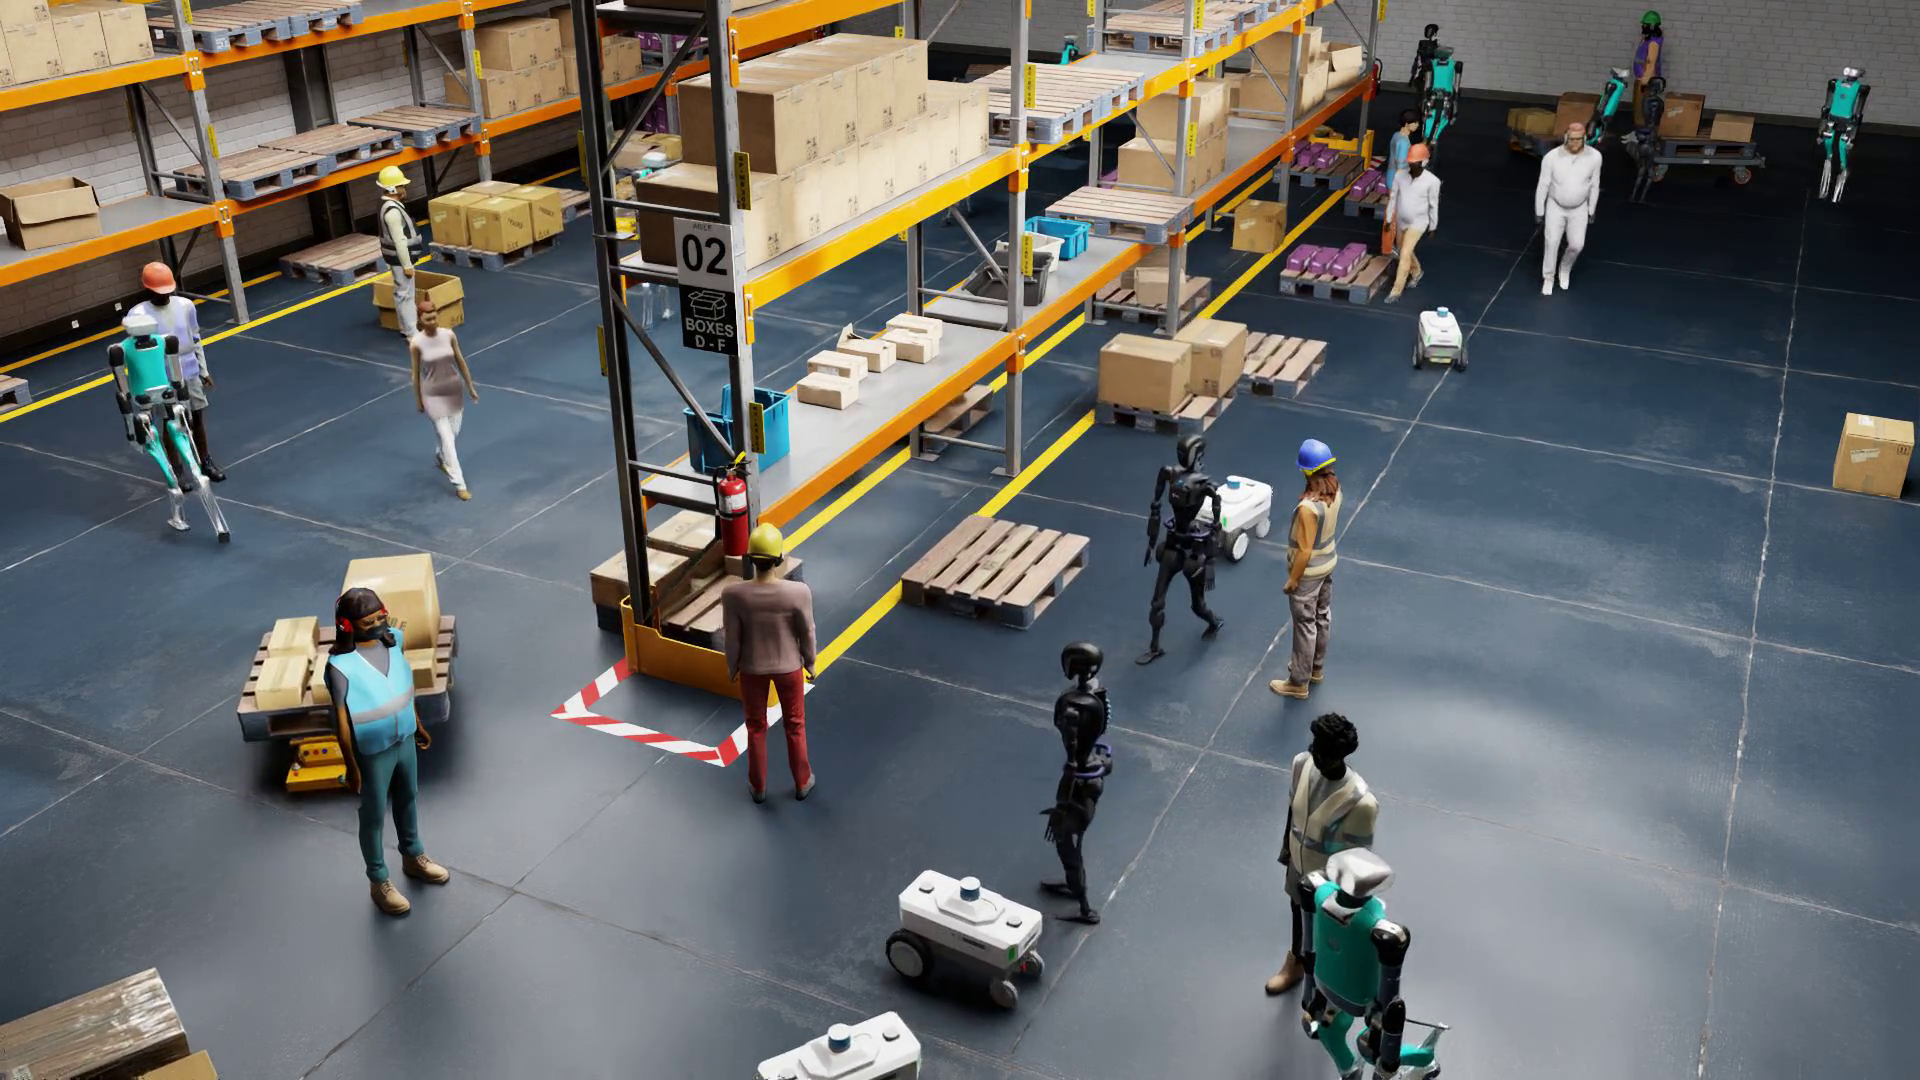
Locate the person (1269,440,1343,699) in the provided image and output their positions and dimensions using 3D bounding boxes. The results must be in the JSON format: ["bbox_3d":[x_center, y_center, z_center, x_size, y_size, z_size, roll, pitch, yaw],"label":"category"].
[{"bbox_3d":[2.240,0.186,10.709,0.322,1.771,0.470,19,32,33],"label":"person"}]

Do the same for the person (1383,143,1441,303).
[{"bbox_3d":[4.965,-3.515,18.242,0.831,1.717,0.561,-21,33,-36],"label":"person"}]

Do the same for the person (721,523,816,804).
[{"bbox_3d":[-1.094,0.720,9.636,0.532,1.766,0.324,-2,26,-4],"label":"person"}]

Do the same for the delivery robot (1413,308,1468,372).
[{"bbox_3d":[4.757,-1.997,16.499,0.499,0.603,0.803,4,27,7],"label":"delivery robot"}]

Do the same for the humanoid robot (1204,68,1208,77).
[{"bbox_3d":[3.802,-6.836,25.063,0.756,1.632,0.591,7,27,13],"label":"humanoid robot"}]

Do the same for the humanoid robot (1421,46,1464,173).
[{"bbox_3d":[6.562,-5.886,23.048,0.555,1.783,0.881,16,31,29],"label":"humanoid robot"}]

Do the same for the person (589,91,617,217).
[{"bbox_3d":[-4.594,-5.056,21.215,0.391,1.845,0.563,4,27,9],"label":"person"}]

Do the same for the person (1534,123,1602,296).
[{"bbox_3d":[6.653,-3.633,18.283,0.675,1.892,0.445,5,27,10],"label":"person"}]

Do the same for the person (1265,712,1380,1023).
[{"bbox_3d":[1.747,1.565,8.015,0.320,1.690,0.533,-16,30,-29],"label":"person"}]

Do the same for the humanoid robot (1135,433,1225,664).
[{"bbox_3d":[1.532,0.049,11.163,0.589,1.651,0.749,22,34,37],"label":"humanoid robot"}]

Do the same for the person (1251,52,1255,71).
[{"bbox_3d":[4.412,-6.446,24.006,0.556,1.868,0.391,-8,28,-16],"label":"person"}]

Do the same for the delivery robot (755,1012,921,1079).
[{"bbox_3d":[-0.551,2.453,7.503,0.790,0.597,0.499,-14,30,-27],"label":"delivery robot"}]

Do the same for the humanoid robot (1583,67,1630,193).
[{"bbox_3d":[8.291,-5.473,22.201,0.967,1.719,0.575,20,33,35],"label":"humanoid robot"}]

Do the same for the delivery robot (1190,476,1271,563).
[{"bbox_3d":[2.081,-0.188,12.856,0.499,0.614,0.808,21,33,36],"label":"delivery robot"}]

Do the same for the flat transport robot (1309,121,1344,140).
[{"bbox_3d":[5.029,-6.119,25.137,1.431,0.231,0.659,-11,28,-21],"label":"flat transport robot"}]

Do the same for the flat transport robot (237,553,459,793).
[{"bbox_3d":[-3.824,1.101,10.554,0.659,0.231,1.431,-5,27,-10],"label":"flat transport robot"}]

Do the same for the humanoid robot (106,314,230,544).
[{"bbox_3d":[-5.994,-0.781,12.753,0.894,1.821,0.557,22,34,37],"label":"humanoid robot"}]

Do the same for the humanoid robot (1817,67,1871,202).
[{"bbox_3d":[11.651,-5.318,21.932,0.653,1.845,0.550,-19,32,-34],"label":"humanoid robot"}]

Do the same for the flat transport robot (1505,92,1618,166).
[{"bbox_3d":[8.668,-5.653,24.198,0.659,0.231,1.431,-6,27,-12],"label":"flat transport robot"}]

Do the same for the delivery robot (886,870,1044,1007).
[{"bbox_3d":[0.048,1.976,8.450,0.774,0.583,0.499,15,30,28],"label":"delivery robot"}]

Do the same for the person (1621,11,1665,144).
[{"bbox_3d":[10.254,-6.924,24.902,0.432,1.925,0.548,5,27,10],"label":"person"}]

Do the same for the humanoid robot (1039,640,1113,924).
[{"bbox_3d":[0.599,1.272,8.635,0.383,1.651,0.612,8,27,16],"label":"humanoid robot"}]

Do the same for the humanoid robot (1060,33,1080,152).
[{"bbox_3d":[1.228,-6.485,24.252,0.994,1.738,0.543,-2,26,-4],"label":"humanoid robot"}]

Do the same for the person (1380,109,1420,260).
[{"bbox_3d":[5.167,-4.181,19.546,0.334,1.759,0.500,3,27,6],"label":"person"}]

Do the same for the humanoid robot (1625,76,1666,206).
[{"bbox_3d":[9.011,-5.210,21.710,0.383,1.657,0.601,8,27,16],"label":"humanoid robot"}]

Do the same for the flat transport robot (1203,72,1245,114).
[{"bbox_3d":[4.025,-6.144,25.188,1.431,0.231,0.659,7,27,13],"label":"flat transport robot"}]

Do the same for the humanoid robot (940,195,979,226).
[{"bbox_3d":[-0.012,-4.805,20.955,0.770,1.640,0.598,-23,34,-38],"label":"humanoid robot"}]

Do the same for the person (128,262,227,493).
[{"bbox_3d":[-6.413,-1.344,13.626,0.368,1.928,0.542,22,34,37],"label":"person"}]

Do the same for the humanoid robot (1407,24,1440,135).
[{"bbox_3d":[7.094,-7.037,25.397,0.347,1.649,0.602,-10,28,-20],"label":"humanoid robot"}]

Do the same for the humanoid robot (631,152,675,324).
[{"bbox_3d":[-3.182,-3.053,17.426,0.543,1.901,0.695,4,27,8],"label":"humanoid robot"}]

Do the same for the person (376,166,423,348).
[{"bbox_3d":[-5.617,-2.856,16.783,0.404,1.834,0.586,-12,29,-23],"label":"person"}]

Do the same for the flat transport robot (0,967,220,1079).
[{"bbox_3d":[-3.553,2.932,6.856,1.431,0.231,0.659,-18,32,-32],"label":"flat transport robot"}]

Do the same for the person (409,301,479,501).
[{"bbox_3d":[-4.261,-1.211,13.691,0.450,1.622,0.839,-21,33,-36],"label":"person"}]

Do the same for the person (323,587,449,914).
[{"bbox_3d":[-3.058,1.082,8.791,0.371,1.864,0.537,14,30,26],"label":"person"}]

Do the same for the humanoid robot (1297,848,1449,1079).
[{"bbox_3d":[1.759,2.022,7.067,0.841,1.795,0.542,-18,31,-32],"label":"humanoid robot"}]

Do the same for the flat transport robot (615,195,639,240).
[{"bbox_3d":[-4.056,-4.072,21.003,0.659,0.231,1.431,4,27,9],"label":"flat transport robot"}]
